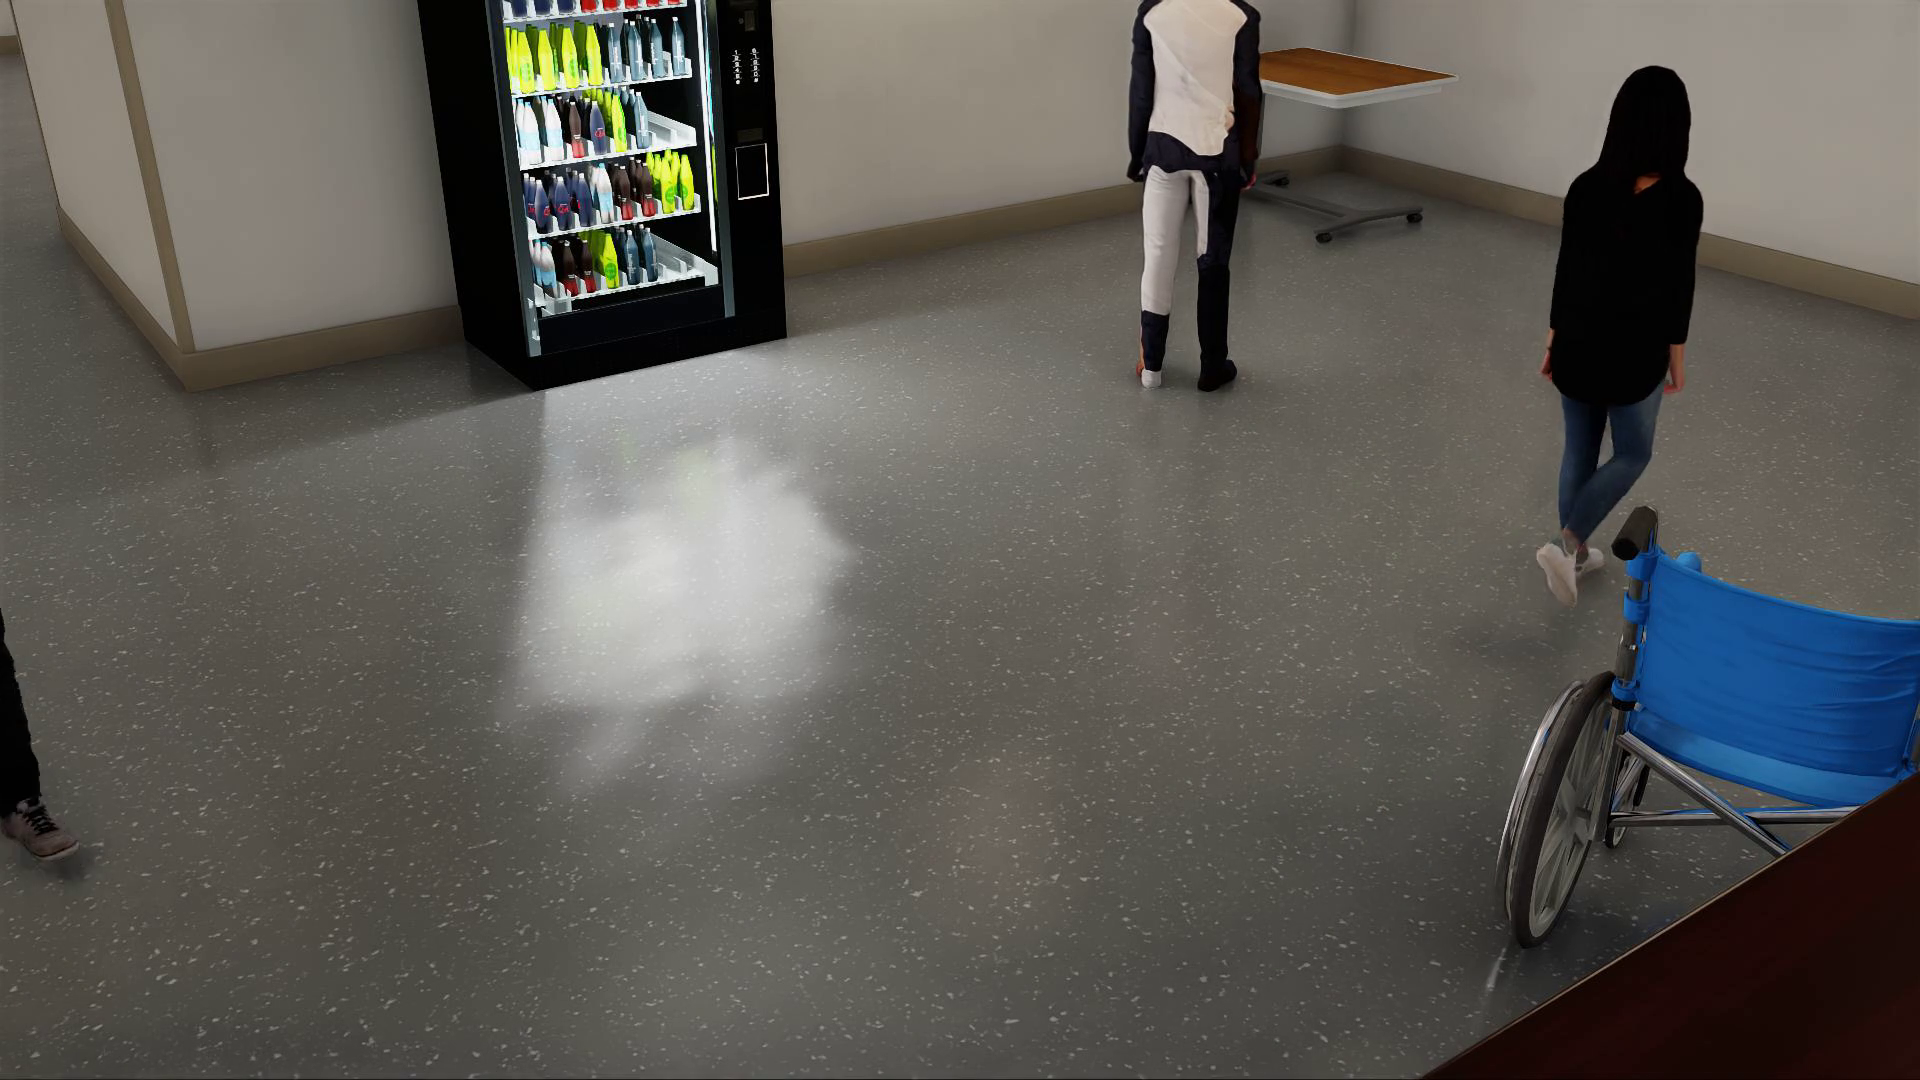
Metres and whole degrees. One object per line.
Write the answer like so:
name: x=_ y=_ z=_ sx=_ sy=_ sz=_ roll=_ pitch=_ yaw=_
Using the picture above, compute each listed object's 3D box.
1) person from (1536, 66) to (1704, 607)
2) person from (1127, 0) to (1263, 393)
person: x=1.917 y=-0.551 z=4.940 sx=0.676 sy=1.637 sz=0.889 roll=22 pitch=33 yaw=38
person: x=0.932 y=-1.534 z=6.684 sx=0.776 sy=1.893 sz=0.813 roll=7 pitch=27 yaw=14
